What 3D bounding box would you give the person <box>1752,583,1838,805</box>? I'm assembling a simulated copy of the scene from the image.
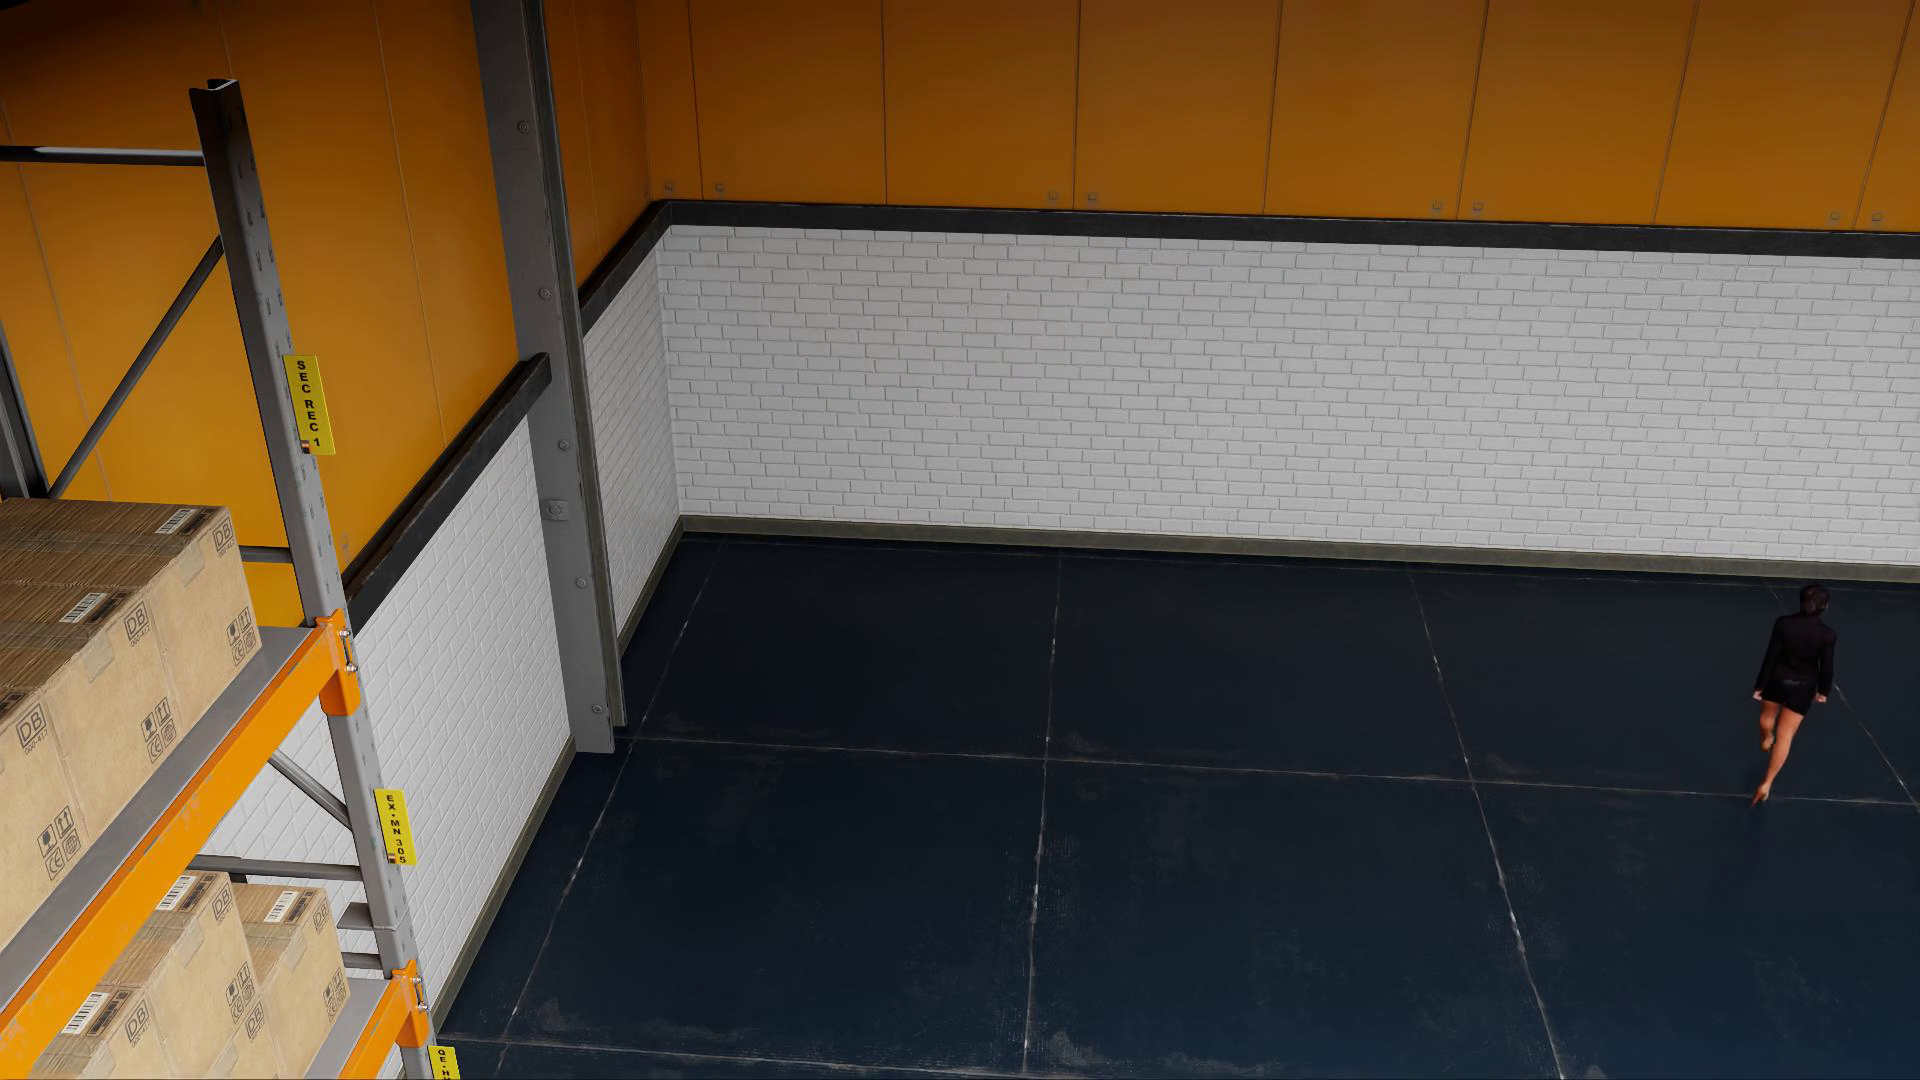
[{"bbox_3d":[5.554,1.069,11.175,0.903,1.594,1.132,16,33,27],"label":"person"}]
